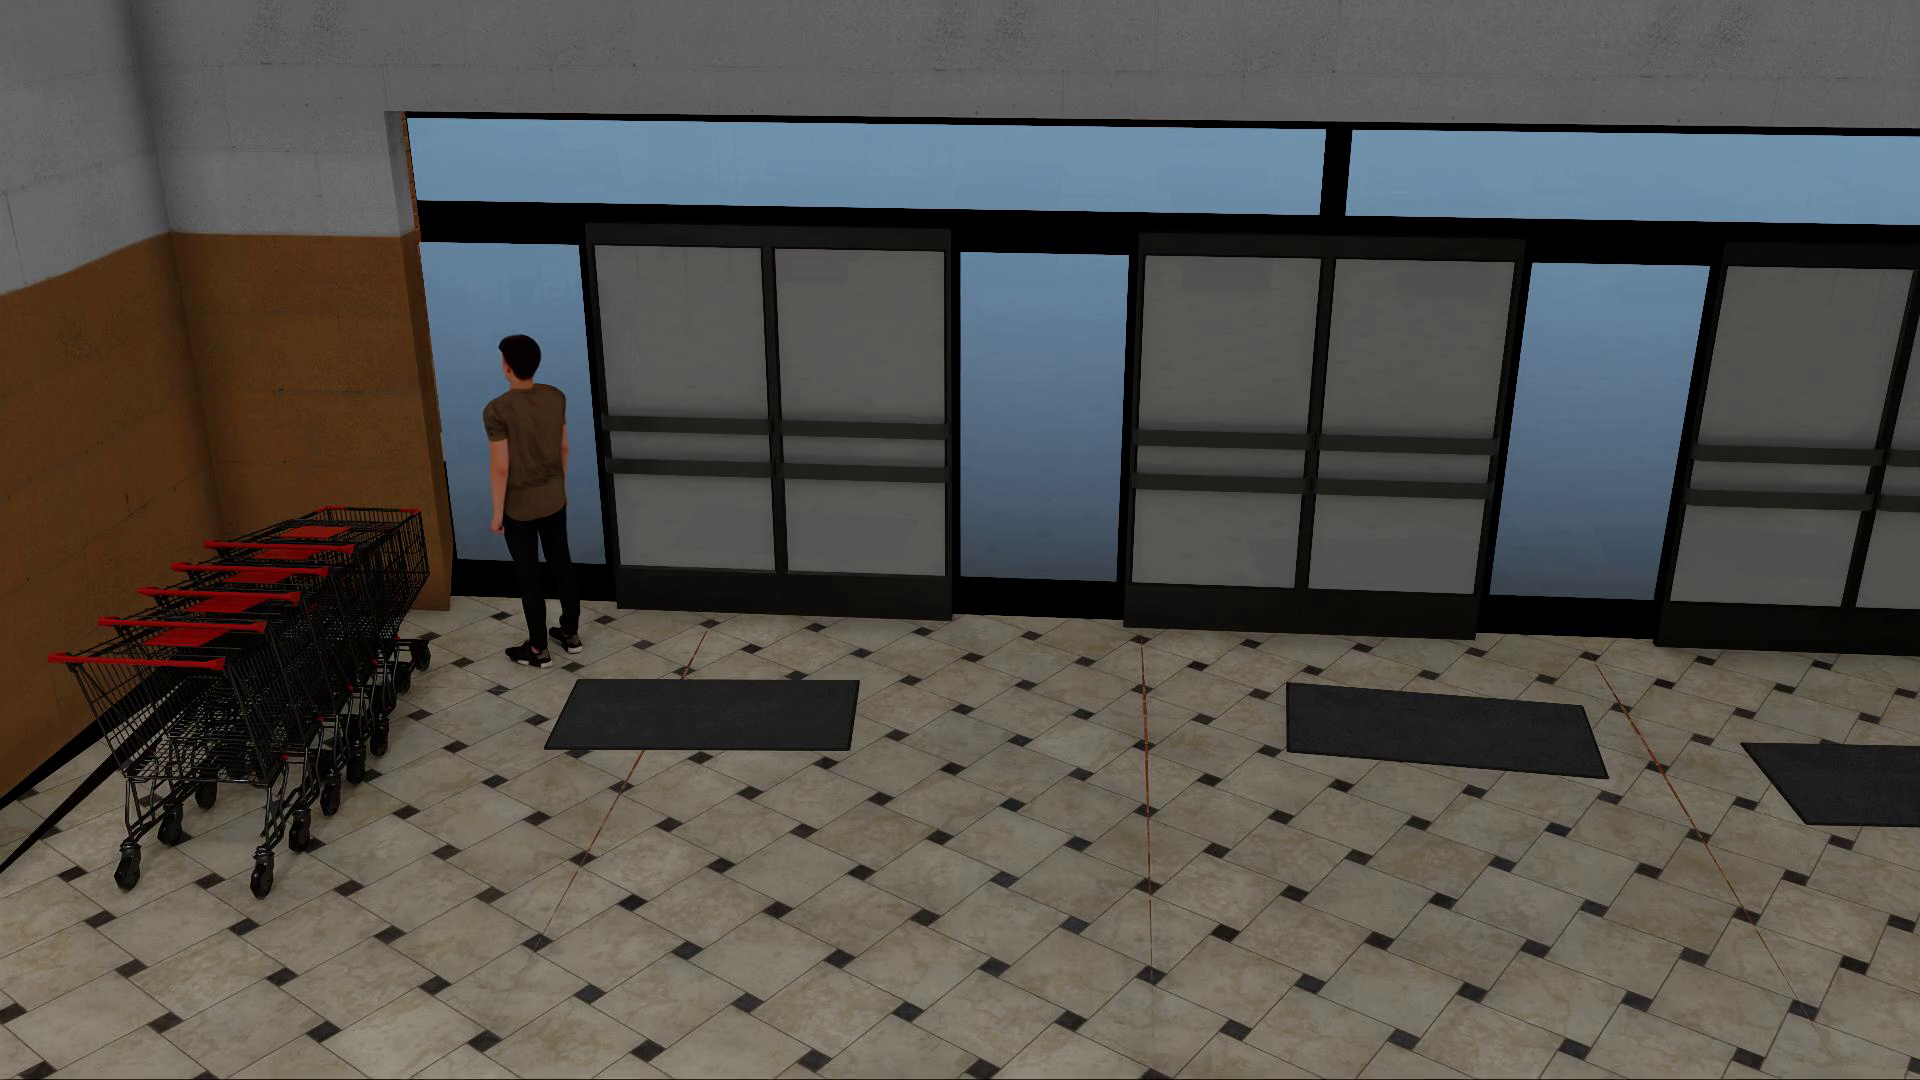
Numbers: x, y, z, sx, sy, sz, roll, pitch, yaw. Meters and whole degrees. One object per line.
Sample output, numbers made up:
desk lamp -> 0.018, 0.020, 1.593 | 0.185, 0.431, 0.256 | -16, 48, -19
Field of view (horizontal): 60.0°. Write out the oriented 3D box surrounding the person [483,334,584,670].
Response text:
person -> -2.297, -0.213, 8.964 | 0.811, 1.850, 0.701 | 16, 27, 35
